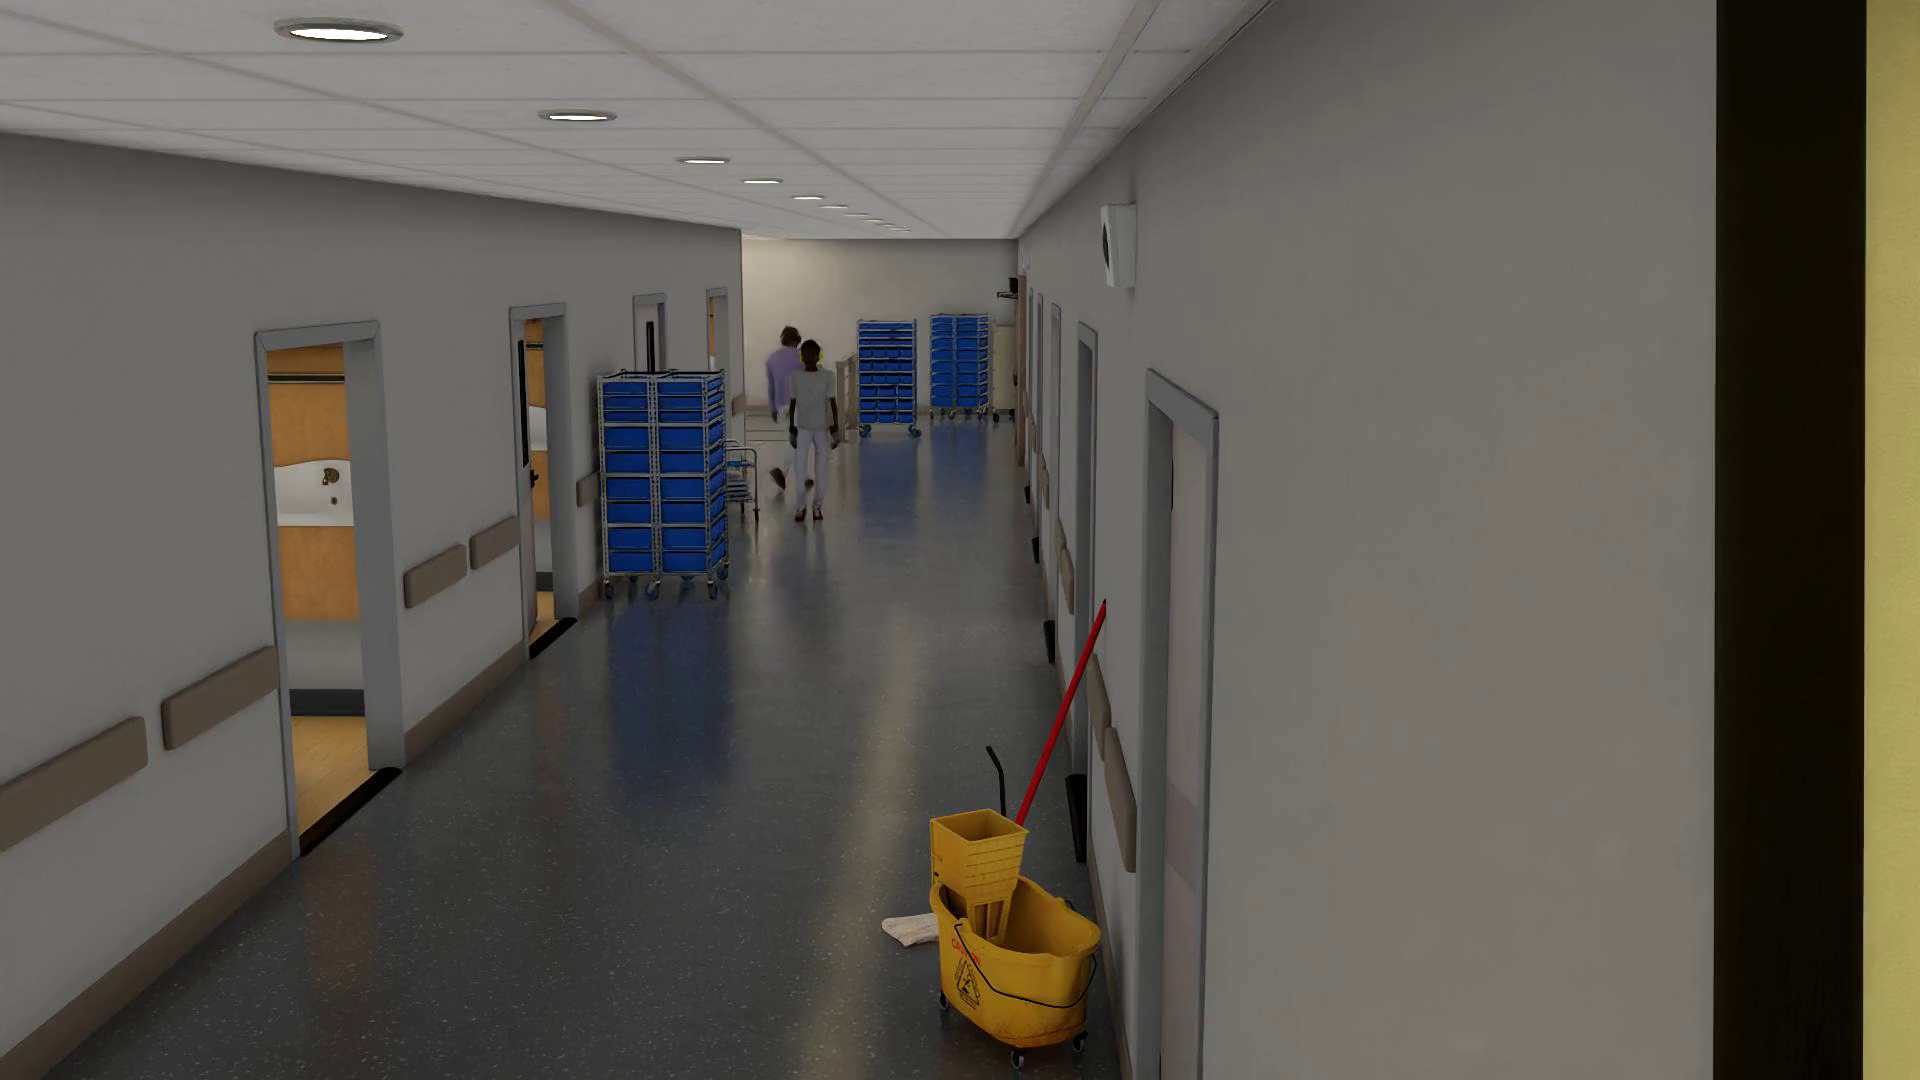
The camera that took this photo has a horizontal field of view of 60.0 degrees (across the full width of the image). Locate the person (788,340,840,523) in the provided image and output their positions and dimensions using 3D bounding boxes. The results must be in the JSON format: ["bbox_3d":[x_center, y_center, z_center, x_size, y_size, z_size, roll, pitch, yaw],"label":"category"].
[{"bbox_3d":[-1.471,-1.085,16.772,0.516,1.848,0.670,-1,10,-5],"label":"person"}]

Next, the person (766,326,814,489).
[{"bbox_3d":[-2.003,-1.519,19.233,0.723,1.891,0.766,5,10,25],"label":"person"}]
